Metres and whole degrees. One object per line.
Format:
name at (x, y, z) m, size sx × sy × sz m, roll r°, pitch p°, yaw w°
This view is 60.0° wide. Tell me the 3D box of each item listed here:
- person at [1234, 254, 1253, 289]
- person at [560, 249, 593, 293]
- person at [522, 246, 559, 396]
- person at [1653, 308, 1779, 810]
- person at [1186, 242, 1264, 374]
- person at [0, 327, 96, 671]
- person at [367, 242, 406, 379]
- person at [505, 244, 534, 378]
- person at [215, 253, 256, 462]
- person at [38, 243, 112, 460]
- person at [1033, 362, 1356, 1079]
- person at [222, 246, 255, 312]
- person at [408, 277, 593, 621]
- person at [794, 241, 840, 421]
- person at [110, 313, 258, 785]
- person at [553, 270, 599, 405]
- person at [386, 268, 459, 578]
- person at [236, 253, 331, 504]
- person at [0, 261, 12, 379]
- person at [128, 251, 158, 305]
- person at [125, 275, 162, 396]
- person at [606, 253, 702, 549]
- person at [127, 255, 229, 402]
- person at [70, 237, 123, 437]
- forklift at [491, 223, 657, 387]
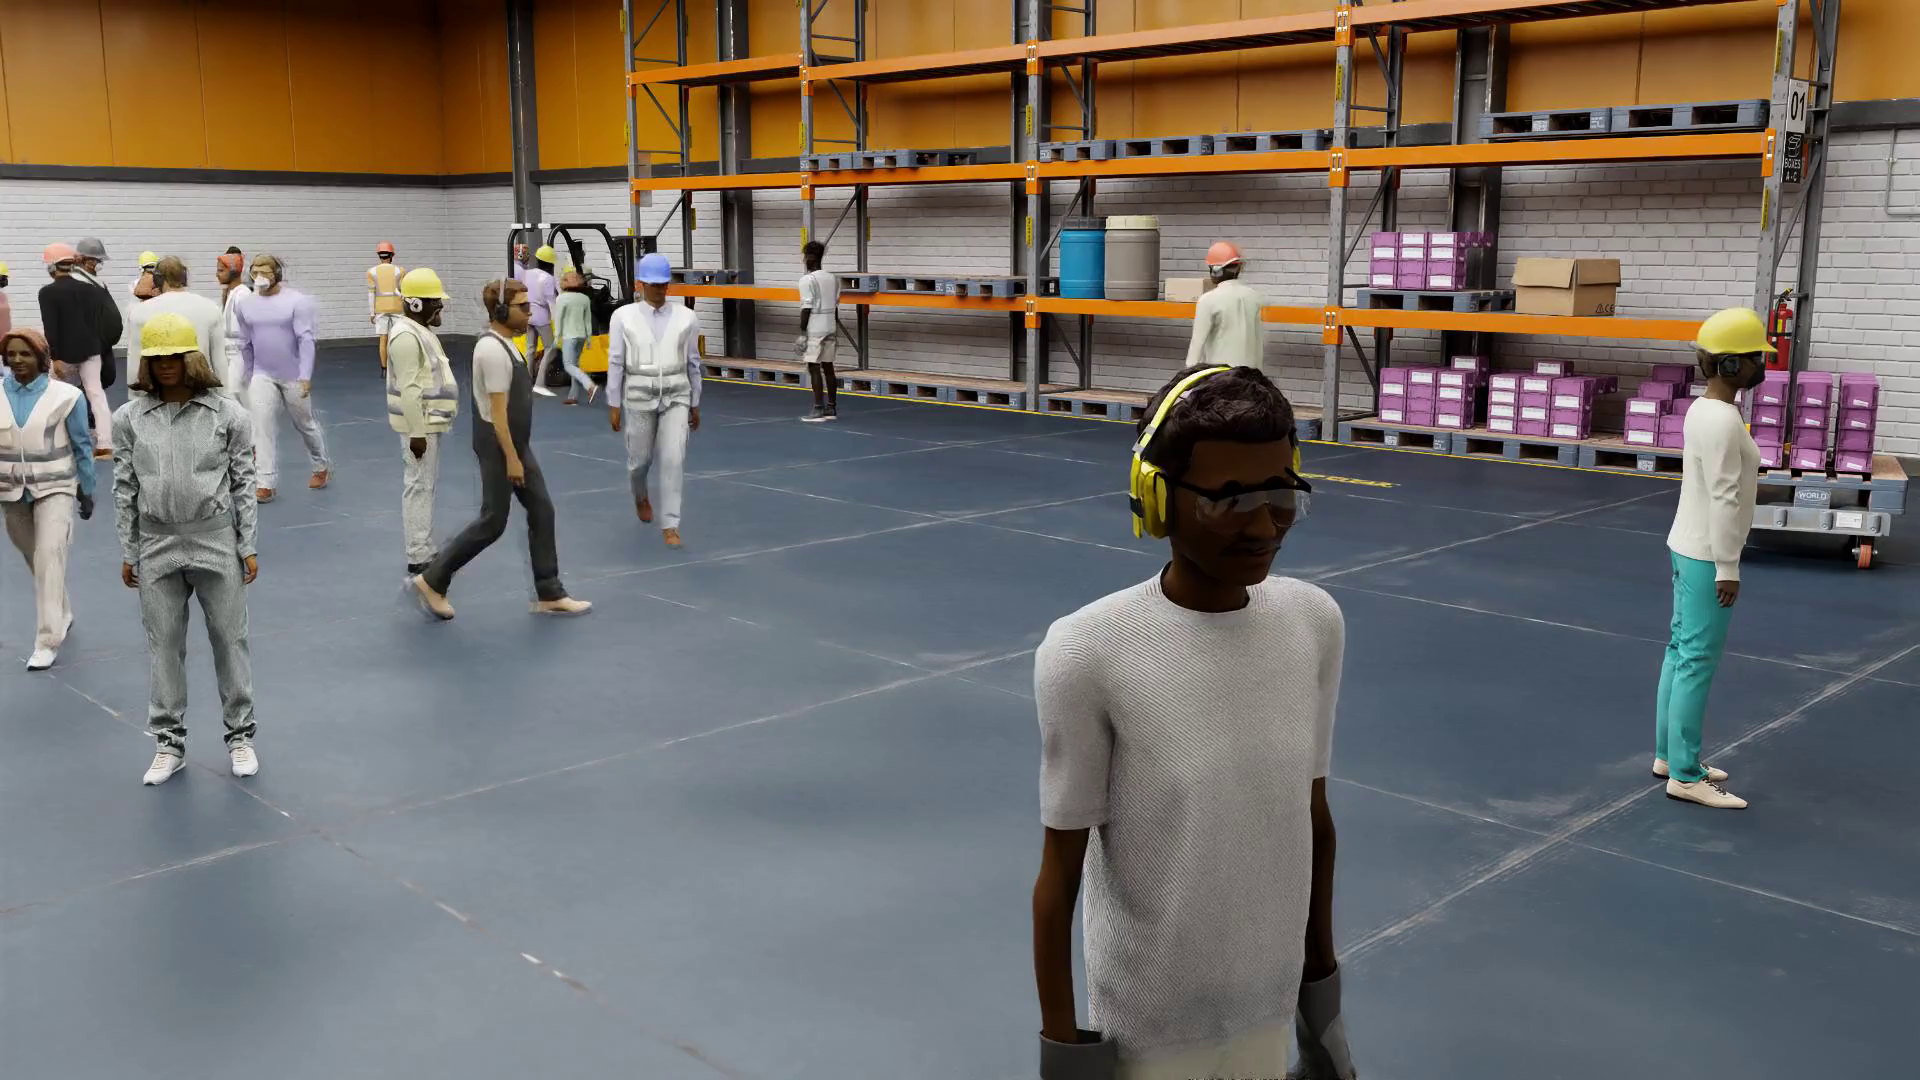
person at (2.652, -1.887, 16.319) m, size 0.519 × 1.865 × 0.335 m, roll -9°, pitch 13°, yaw -39°
person at (-6.038, -3.754, 26.598) m, size 0.650 × 1.823 × 0.597 m, roll 5°, pitch 11°, yaw 24°
person at (-5.317, -2.754, 21.015) m, size 0.648 × 1.888 × 0.429 m, roll 8°, pitch 13°, yaw 39°
person at (2.701, 0.060, 5.958) m, size 0.304 × 1.772 × 0.525 m, roll 3°, pitch 11°, yaw 14°
person at (1.974, -1.277, 12.701) m, size 0.645 × 1.962 × 0.751 m, roll -7°, pitch 13°, yaw -35°
person at (-4.447, -0.228, 8.012) m, size 0.506 × 1.596 × 0.878 m, roll -2°, pitch 11°, yaw -10°
person at (-8.080, -3.245, 23.550) m, size 0.543 × 1.928 × 0.373 m, roll -3°, pitch 11°, yaw -14°
person at (-6.246, -3.265, 23.746) m, size 0.404 × 1.900 × 0.645 m, roll -5°, pitch 11°, yaw -25°
person at (-6.377, -1.593, 14.723) m, size 0.478 × 1.867 × 0.582 m, roll -4°, pitch 11°, yaw -21°
person at (-8.103, -1.701, 15.074) m, size 1.024 × 1.937 × 0.611 m, roll 6°, pitch 12°, yaw 28°
person at (0.336, 0.684, 2.317) m, size 0.517 × 1.861 × 0.316 m, roll -6°, pitch 12°, yaw -28°
person at (-10.404, -3.293, 23.988) m, size 0.520 × 1.865 × 0.328 m, roll -10°, pitch 14°, yaw -43°
person at (-2.442, -0.463, 8.703) m, size 0.867 × 1.815 × 0.514 m, roll 0°, pitch 10°, yaw -1°
person at (-1.571, -2.265, 18.166) m, size 0.410 × 1.958 × 0.654 m, roll 7°, pitch 12°, yaw 32°
person at (-2.857, 0.036, 6.161) m, size 0.492 × 1.743 × 0.295 m, roll -3°, pitch 11°, yaw -16°
person at (-4.522, -2.376, 19.669) m, size 0.661 × 1.618 × 0.498 m, roll 7°, pitch 12°, yaw 33°
person at (-3.182, -0.691, 9.887) m, size 0.404 × 1.827 × 0.600 m, roll -2°, pitch 11°, yaw -10°
person at (-5.256, -1.271, 12.908) m, size 0.644 × 1.901 × 1.022 m, roll 0°, pitch 10°, yaw 2°
person at (-10.330, -2.114, 17.857) m, size 0.429 × 1.751 × 0.538 m, roll -2°, pitch 10°, yaw -8°
person at (-9.612, -2.521, 19.857) m, size 0.404 × 1.834 × 0.591 m, roll 8°, pitch 13°, yaw 38°
person at (-7.948, -1.783, 16.400) m, size 0.514 × 1.635 × 0.330 m, roll 2°, pitch 11°, yaw 8°
person at (-2.035, -0.933, 11.001) m, size 0.621 × 1.919 × 0.816 m, roll -3°, pitch 11°, yaw -18°
person at (-5.501, -1.055, 11.726) m, size 1.037 × 1.887 × 0.650 m, roll 8°, pitch 13°, yaw 38°
person at (-8.775, -2.050, 16.723) m, size 0.653 × 2.000 × 0.703 m, roll -3°, pitch 11°, yaw -15°
forklift at (-5.316, -3.263, 22.920) m, size 2.313 × 2.155 × 1.214 m, roll -10°, pitch 14°, yaw -44°
